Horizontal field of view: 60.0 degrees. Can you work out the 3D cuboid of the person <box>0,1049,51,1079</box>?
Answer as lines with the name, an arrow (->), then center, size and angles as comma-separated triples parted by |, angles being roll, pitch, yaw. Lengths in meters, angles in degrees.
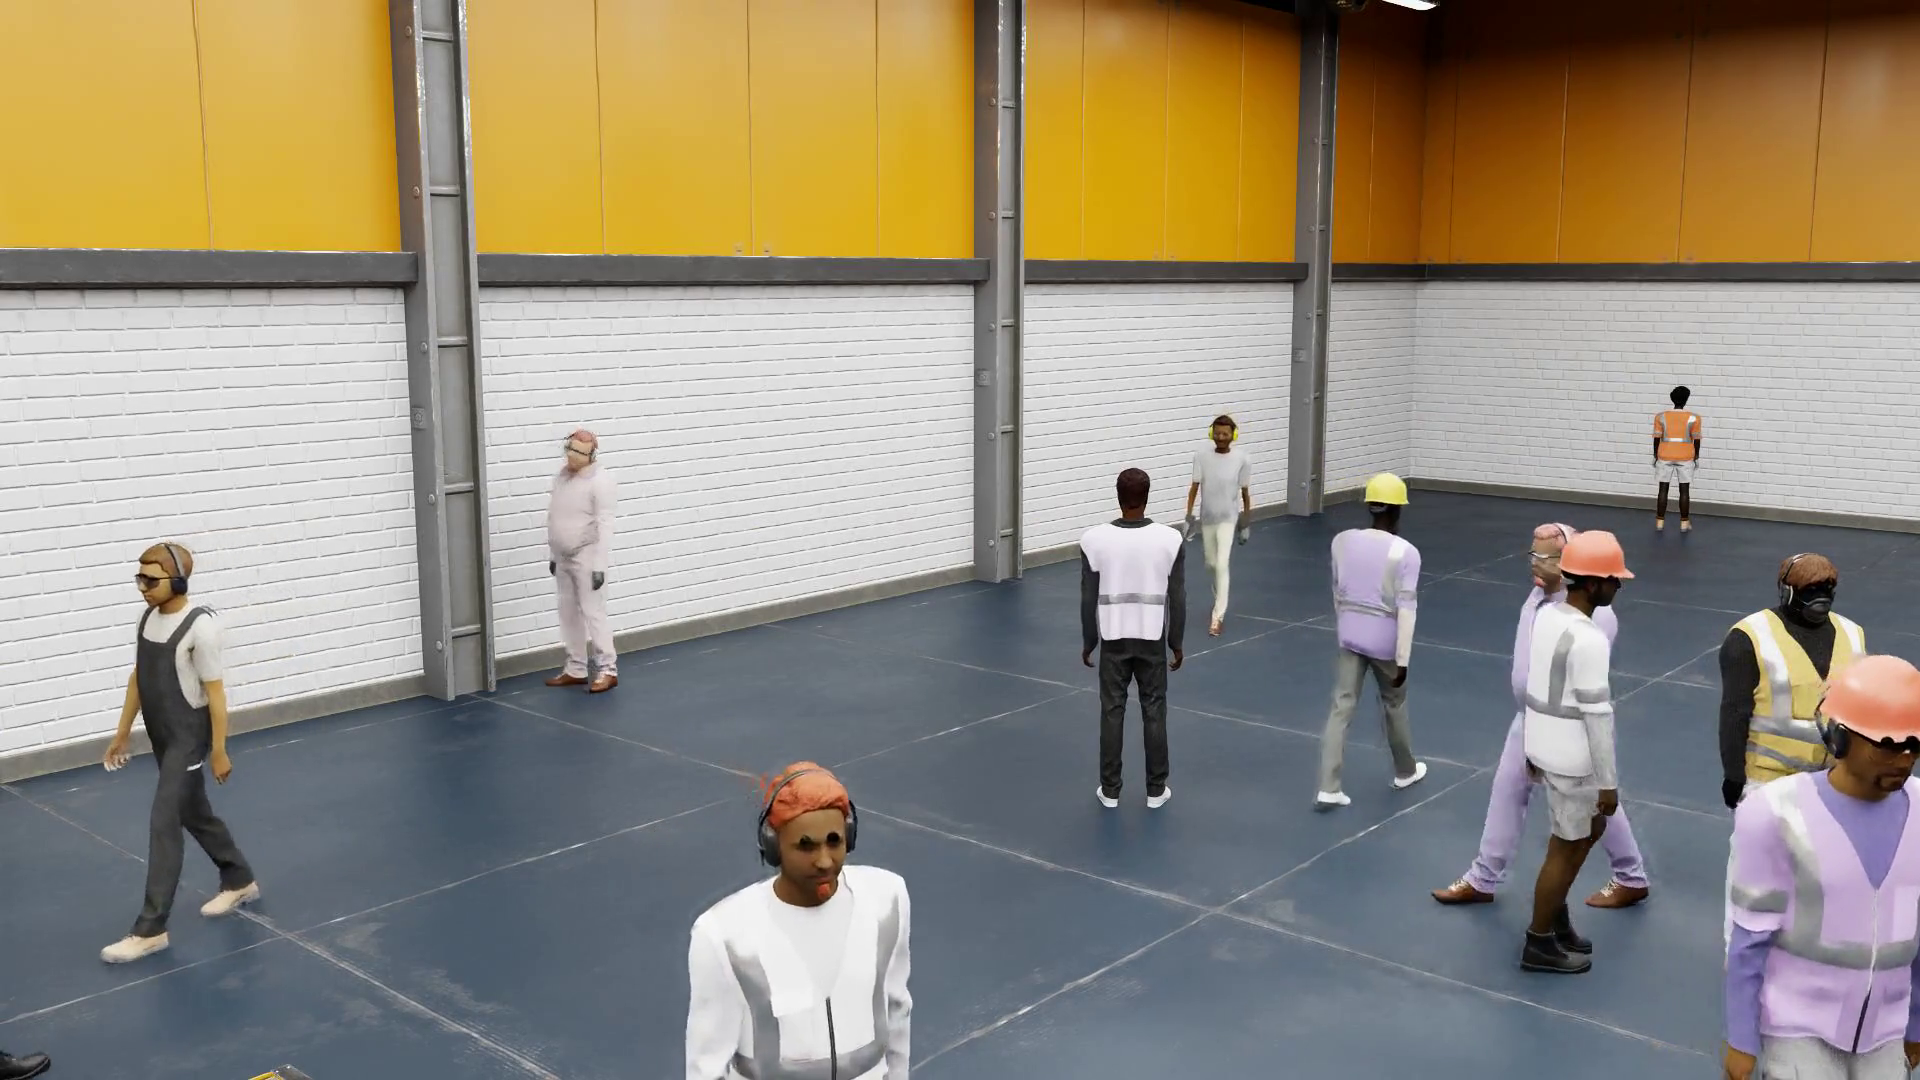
person -> -3.754, 1.144, 5.704 | 0.578, 1.884, 0.991 | 8, 12, 41

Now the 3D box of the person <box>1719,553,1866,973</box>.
person -> 3.473, 0.963, 6.935 | 0.633, 1.843, 0.429 | -1, 9, -9

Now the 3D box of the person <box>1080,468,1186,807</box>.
person -> 0.962, 0.554, 9.283 | 0.590, 1.913, 0.392 | 1, 9, 6

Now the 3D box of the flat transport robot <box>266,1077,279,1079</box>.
flat transport robot -> -2.123, 2.021, 5.205 | 1.431, 0.197, 0.652 | 8, 12, 40

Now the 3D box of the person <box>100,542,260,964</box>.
person -> -3.528, 0.898, 7.460 | 0.518, 1.811, 0.837 | 7, 11, 36

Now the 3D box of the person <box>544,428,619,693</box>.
person -> -2.722, 0.146, 11.926 | 0.699, 1.890, 0.411 | 8, 12, 42

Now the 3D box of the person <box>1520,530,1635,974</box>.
person -> 2.633, 0.907, 7.041 | 0.511, 1.915, 0.565 | 0, 9, -1

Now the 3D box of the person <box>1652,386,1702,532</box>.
person -> 8.335, -0.944, 19.362 | 0.538, 1.695, 0.319 | 5, 10, 29

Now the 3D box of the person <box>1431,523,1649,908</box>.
person -> 2.797, 0.835, 7.747 | 1.012, 1.851, 0.654 | -2, 9, -10

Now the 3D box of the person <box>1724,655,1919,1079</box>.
person -> 2.343, 1.260, 4.535 | 0.605, 2.017, 0.702 | 0, 9, -2

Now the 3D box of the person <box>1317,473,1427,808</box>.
person -> 2.333, 0.559, 9.395 | 0.581, 1.874, 1.007 | 8, 12, 42

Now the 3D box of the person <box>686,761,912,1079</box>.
person -> -0.313, 1.446, 3.877 | 0.608, 1.843, 0.915 | -5, 10, -27

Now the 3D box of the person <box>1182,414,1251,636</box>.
person -> 2.199, -0.169, 14.104 | 0.530, 1.831, 0.951 | 4, 10, 23
